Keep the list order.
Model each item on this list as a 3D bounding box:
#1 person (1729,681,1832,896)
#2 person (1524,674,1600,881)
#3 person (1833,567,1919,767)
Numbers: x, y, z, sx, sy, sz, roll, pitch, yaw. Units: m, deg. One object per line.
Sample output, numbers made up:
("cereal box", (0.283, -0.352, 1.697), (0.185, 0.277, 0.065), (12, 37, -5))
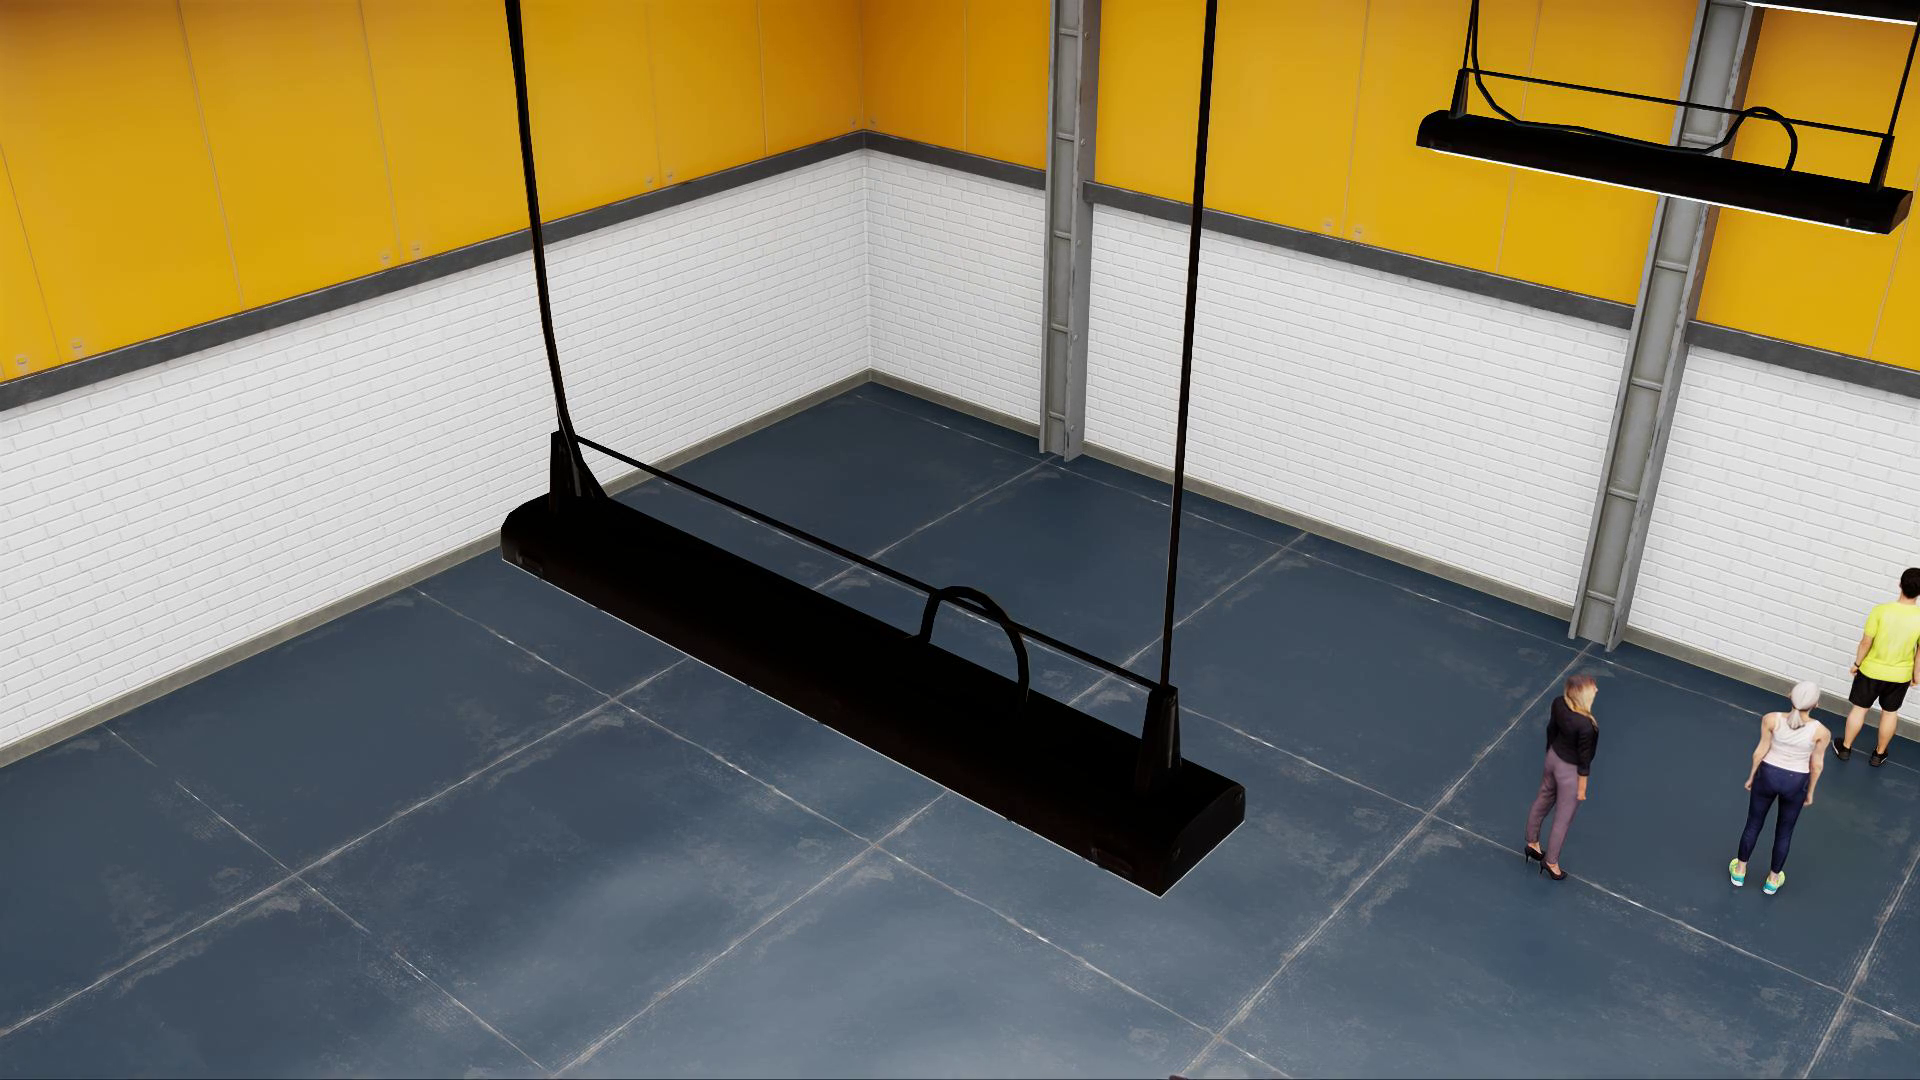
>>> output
("person", (5.731, 1.719, 11.619), (0.528, 1.703, 0.693), (15, 32, 25))
("person", (4.263, 1.657, 11.766), (0.744, 1.671, 0.646), (-8, 30, -14))
("person", (7.222, 0.988, 12.955), (0.553, 1.708, 0.740), (12, 31, 21))
